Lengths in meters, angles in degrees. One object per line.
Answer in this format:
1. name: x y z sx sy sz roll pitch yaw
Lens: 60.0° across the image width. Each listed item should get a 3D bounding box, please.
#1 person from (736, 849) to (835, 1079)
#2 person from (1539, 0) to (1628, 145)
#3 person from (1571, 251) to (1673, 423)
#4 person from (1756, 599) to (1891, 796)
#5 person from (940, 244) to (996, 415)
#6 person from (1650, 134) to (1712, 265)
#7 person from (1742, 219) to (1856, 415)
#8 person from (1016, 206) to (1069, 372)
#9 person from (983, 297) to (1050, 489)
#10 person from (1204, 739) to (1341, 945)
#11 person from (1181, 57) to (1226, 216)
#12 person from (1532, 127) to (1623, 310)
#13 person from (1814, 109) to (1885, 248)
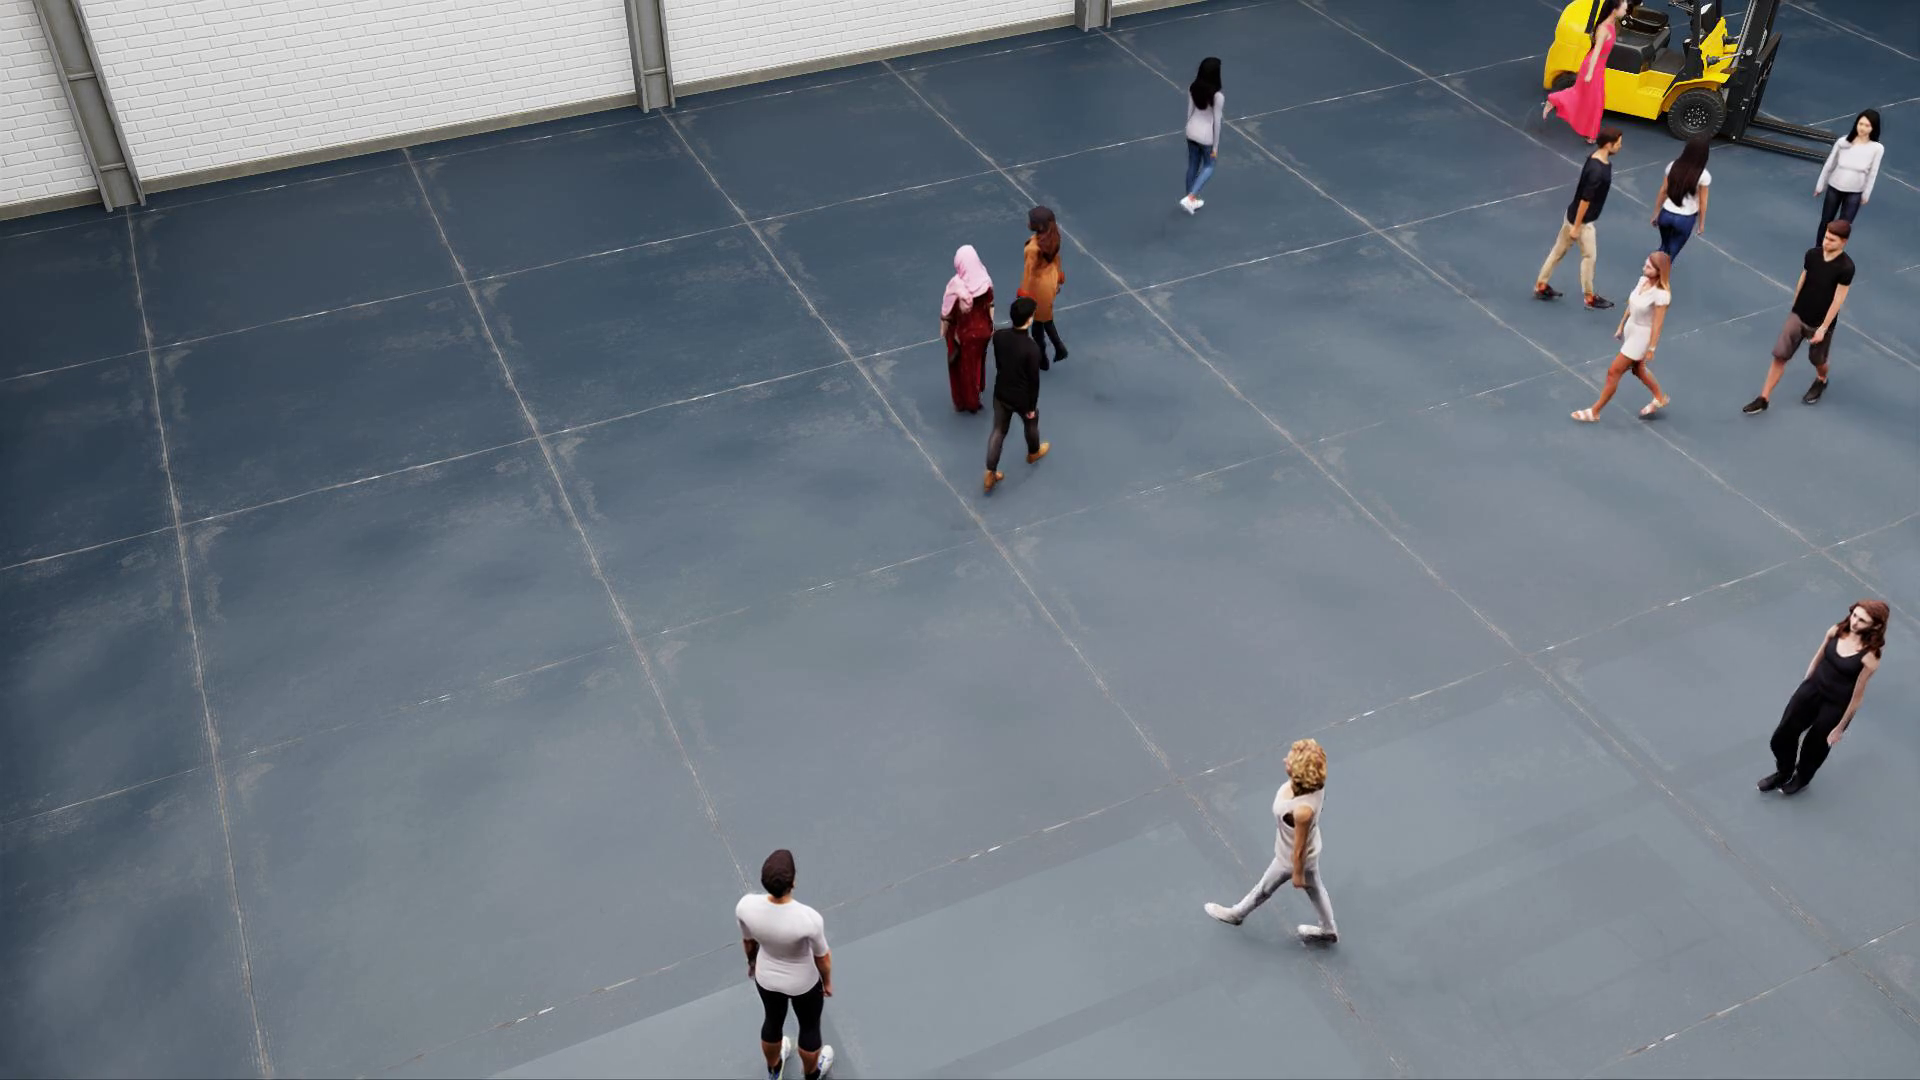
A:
1. person: -0.943 2.375 9.091 0.720 1.848 0.793 11 40 13
2. person: 7.096 -5.340 18.870 0.981 1.701 1.000 21 43 24
3. person: 5.953 -1.736 14.387 1.184 1.664 0.853 -3 39 -3
4. person: 5.757 1.022 10.875 0.643 1.736 0.612 -17 42 -20
5. person: 0.115 -1.807 14.492 0.620 1.643 0.740 -17 42 -20
6. person: 6.783 -2.999 15.893 0.772 1.759 0.696 -24 45 -27
7. person: 7.530 -1.948 14.516 1.239 1.834 0.762 -22 44 -25
8. person: 0.798 -2.197 14.933 0.919 1.703 0.841 29 47 31
9. person: 0.406 -1.180 13.672 1.002 1.687 1.186 24 44 27
10. person: 2.089 1.857 9.919 1.141 1.624 1.077 13 40 16
11. person: 2.469 -4.168 17.388 0.803 1.718 0.901 28 47 31
12. person: 5.860 -3.092 15.958 1.110 1.822 1.015 9 40 11
13. person: 8.854 -3.510 16.589 0.743 1.689 0.755 25 45 28
